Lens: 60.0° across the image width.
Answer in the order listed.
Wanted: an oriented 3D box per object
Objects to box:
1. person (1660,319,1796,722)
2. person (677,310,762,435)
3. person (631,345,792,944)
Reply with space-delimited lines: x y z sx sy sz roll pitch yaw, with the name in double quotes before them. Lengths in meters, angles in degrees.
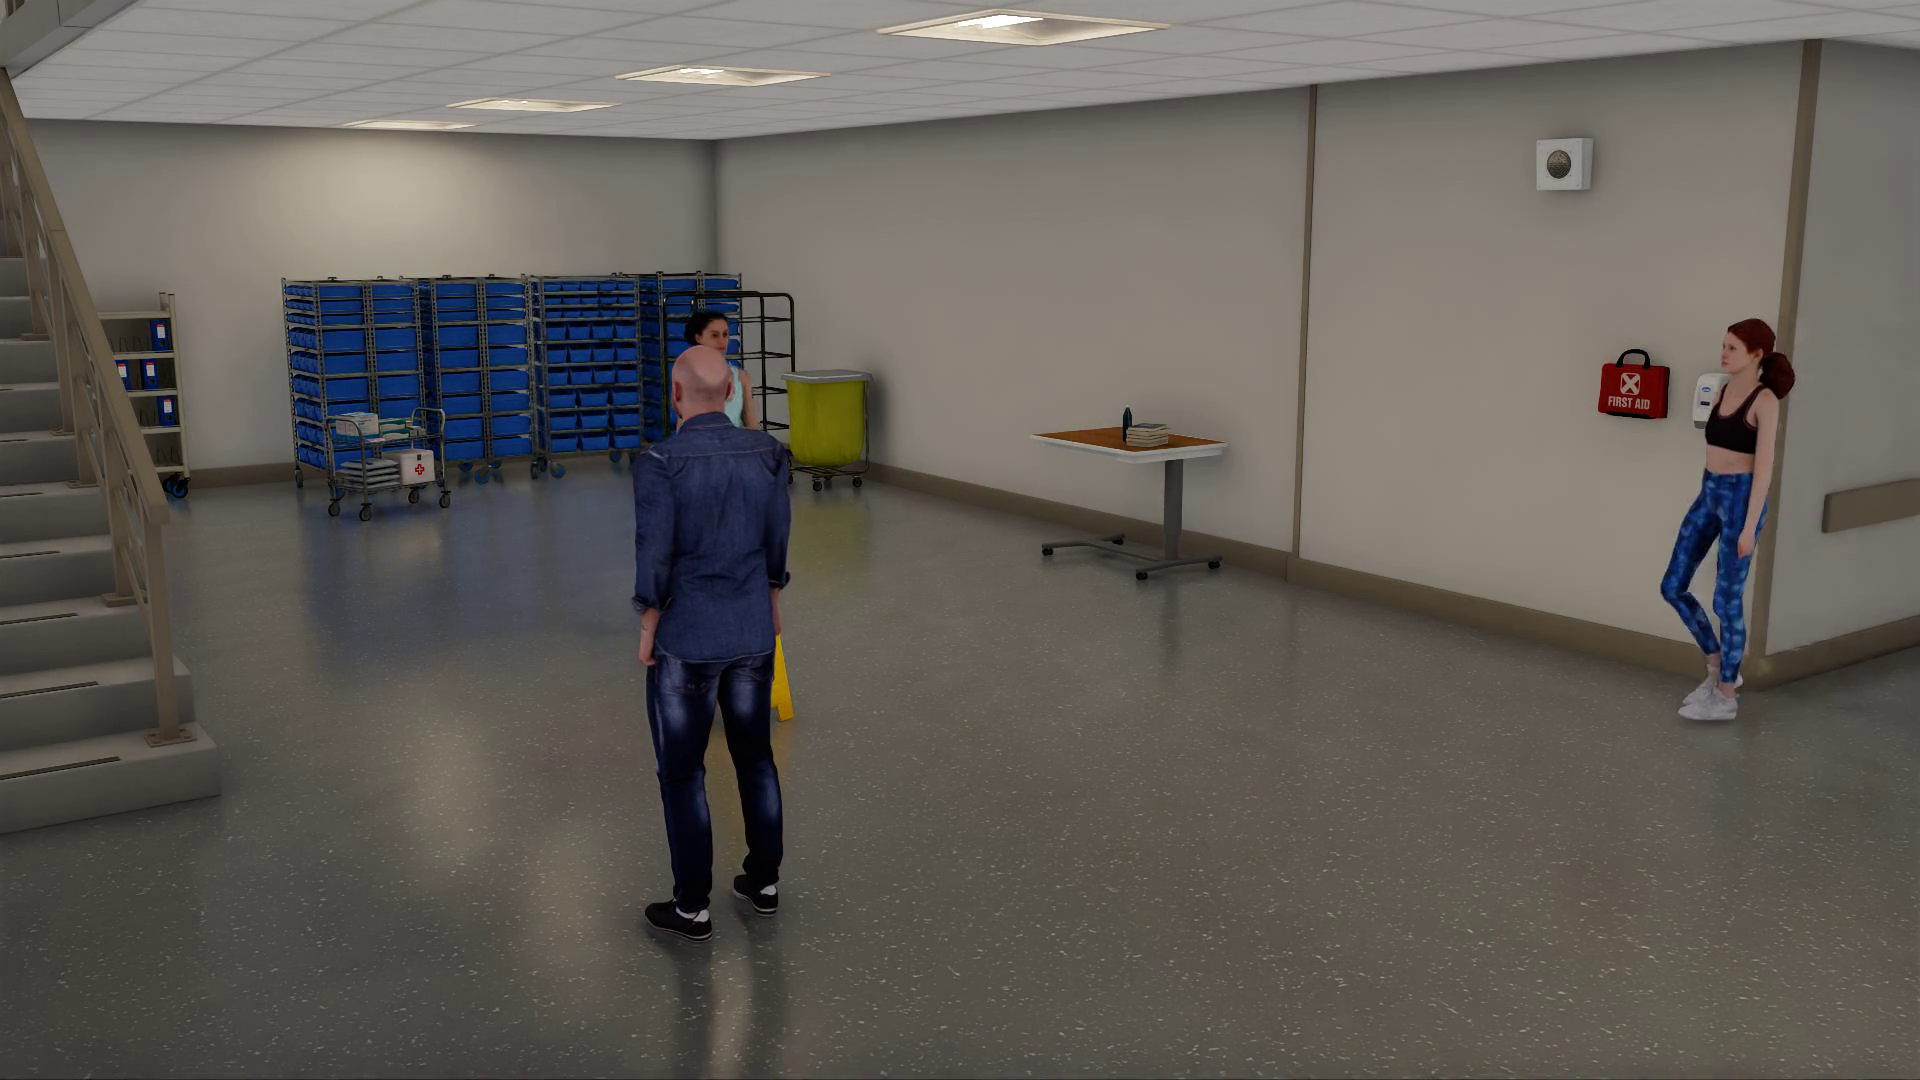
"person" 3.428 -0.067 7.258 0.774 1.776 0.700 -2 11 -11
"person" -1.294 -0.279 8.483 0.677 1.736 1.034 -10 15 -43
"person" -0.767 0.312 5.130 0.734 1.826 0.617 -9 14 -41
